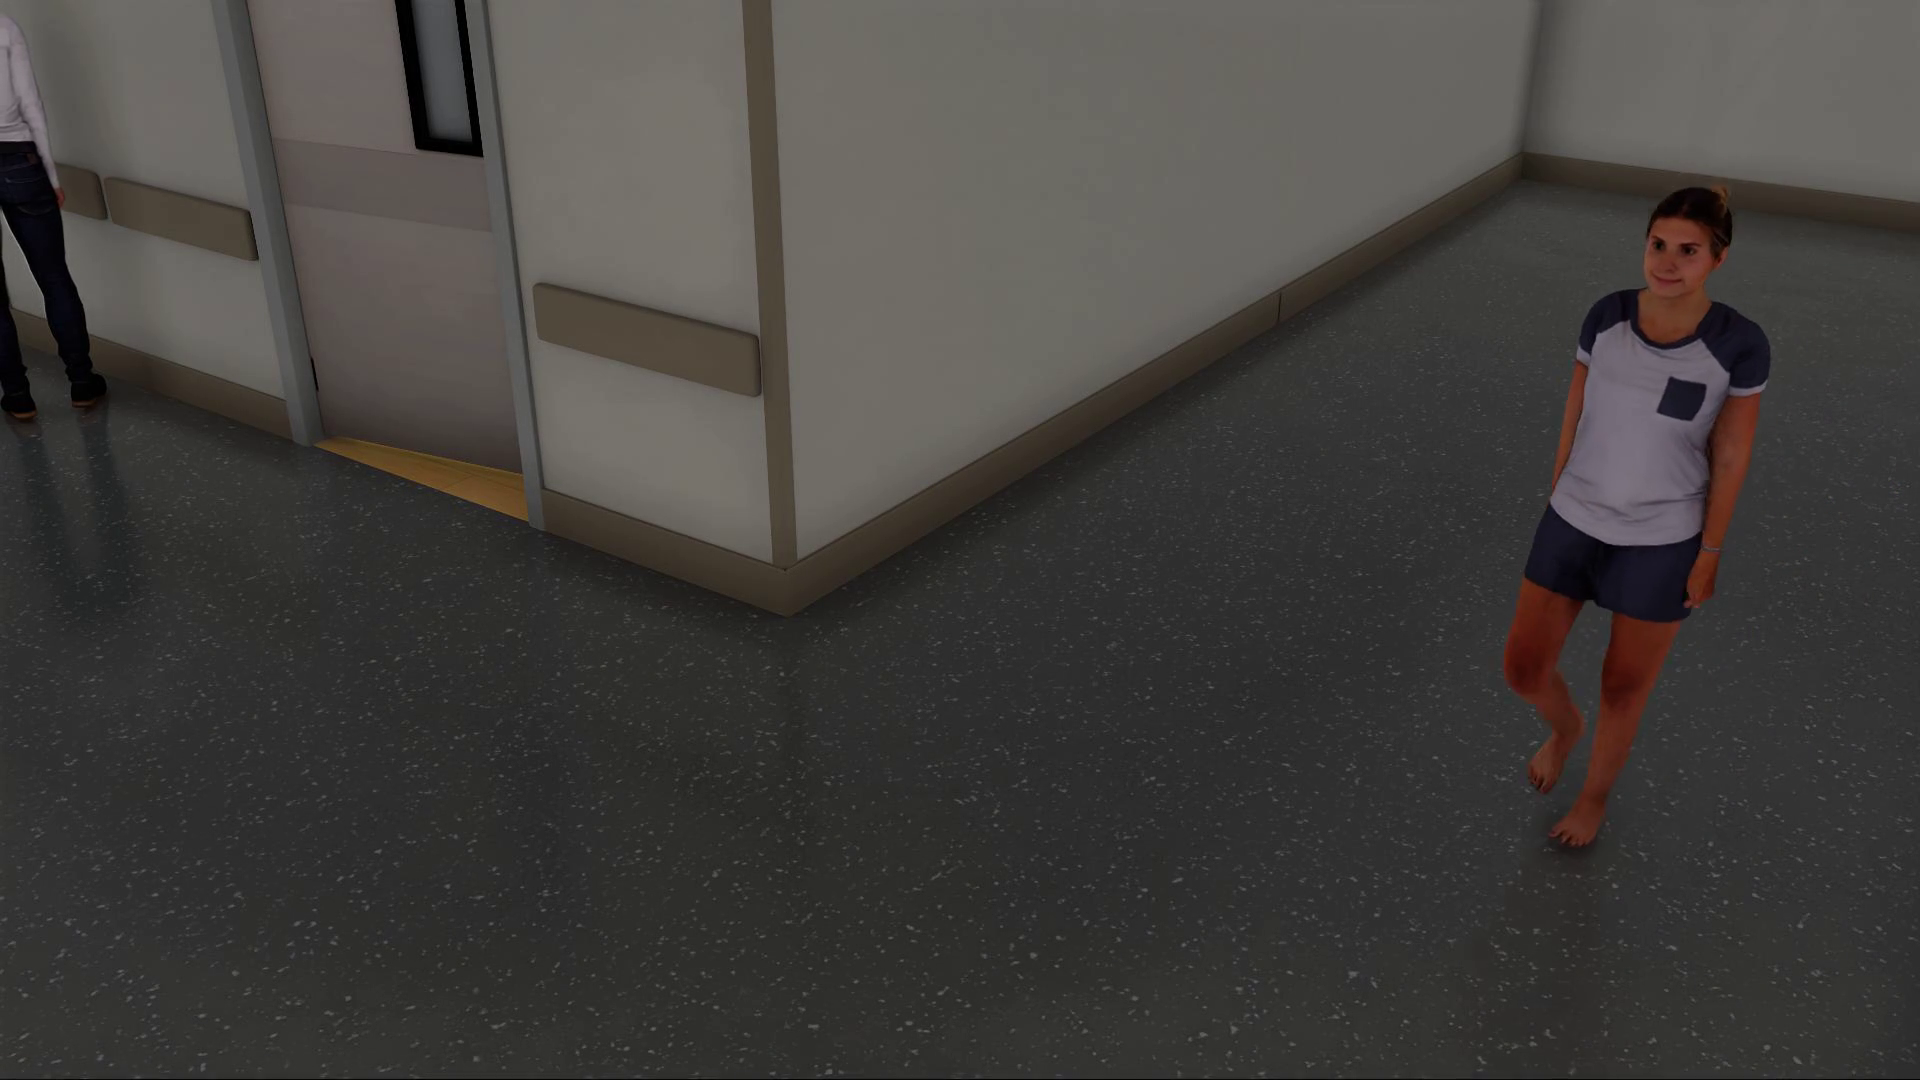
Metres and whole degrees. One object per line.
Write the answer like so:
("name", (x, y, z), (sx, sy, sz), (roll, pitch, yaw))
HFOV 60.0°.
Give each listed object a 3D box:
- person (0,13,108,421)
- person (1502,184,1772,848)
("person", (-3.685, -1.381, 6.336), (0.664, 1.868, 0.770), (-14, 29, -26))
("person", (1.580, -0.037, 3.888), (0.593, 1.611, 0.627), (20, 32, 36))
